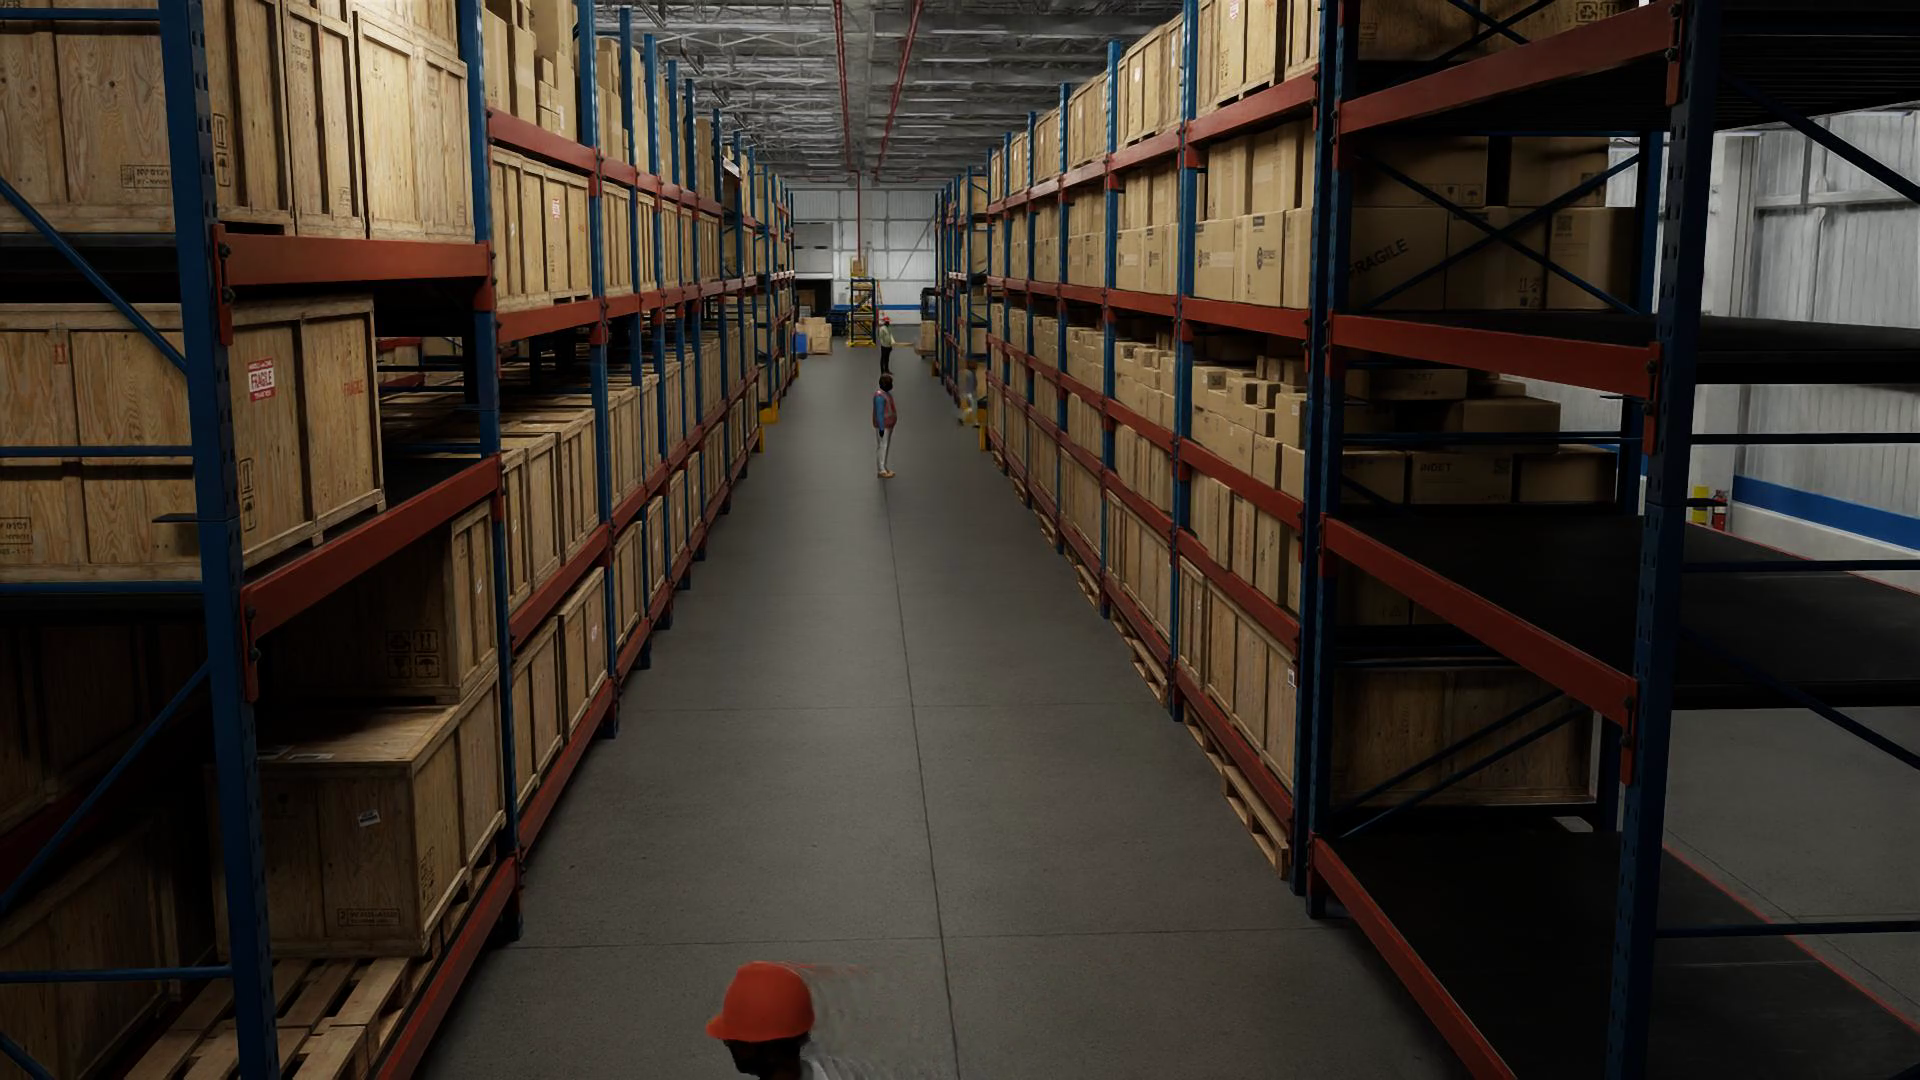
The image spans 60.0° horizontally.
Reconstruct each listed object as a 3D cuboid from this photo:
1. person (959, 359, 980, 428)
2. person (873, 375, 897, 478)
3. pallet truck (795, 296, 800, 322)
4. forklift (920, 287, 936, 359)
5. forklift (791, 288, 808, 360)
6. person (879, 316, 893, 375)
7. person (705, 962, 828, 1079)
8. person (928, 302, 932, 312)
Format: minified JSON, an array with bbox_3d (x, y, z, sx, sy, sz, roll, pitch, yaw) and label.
[{"bbox_3d":[0.275,-3.365,38.302,0.494,1.621,0.549,0,10,3],"label":"person"},{"bbox_3d":[-1.334,-2.026,29.700,0.430,1.838,0.622,2,10,10],"label":"person"},{"bbox_3d":[-8.622,-12.439,91.403,1.885,1.965,0.823,2,10,13],"label":"pallet truck"},{"bbox_3d":[-1.011,-8.661,66.205,1.129,2.768,1.873,-1,10,-3],"label":"forklift"},{"bbox_3d":[-6.896,-8.393,64.604,1.873,2.768,1.129,9,13,43],"label":"forklift"},{"bbox_3d":[-2.519,-6.613,56.610,0.376,1.995,0.612,5,11,29],"label":"person"},{"bbox_3d":[-0.440,2.108,4.748,0.736,1.919,0.557,0,10,-2],"label":"person"},{"bbox_3d":[-1.475,-10.870,82.400,0.988,1.891,0.552,-1,10,-4],"label":"person"}]
